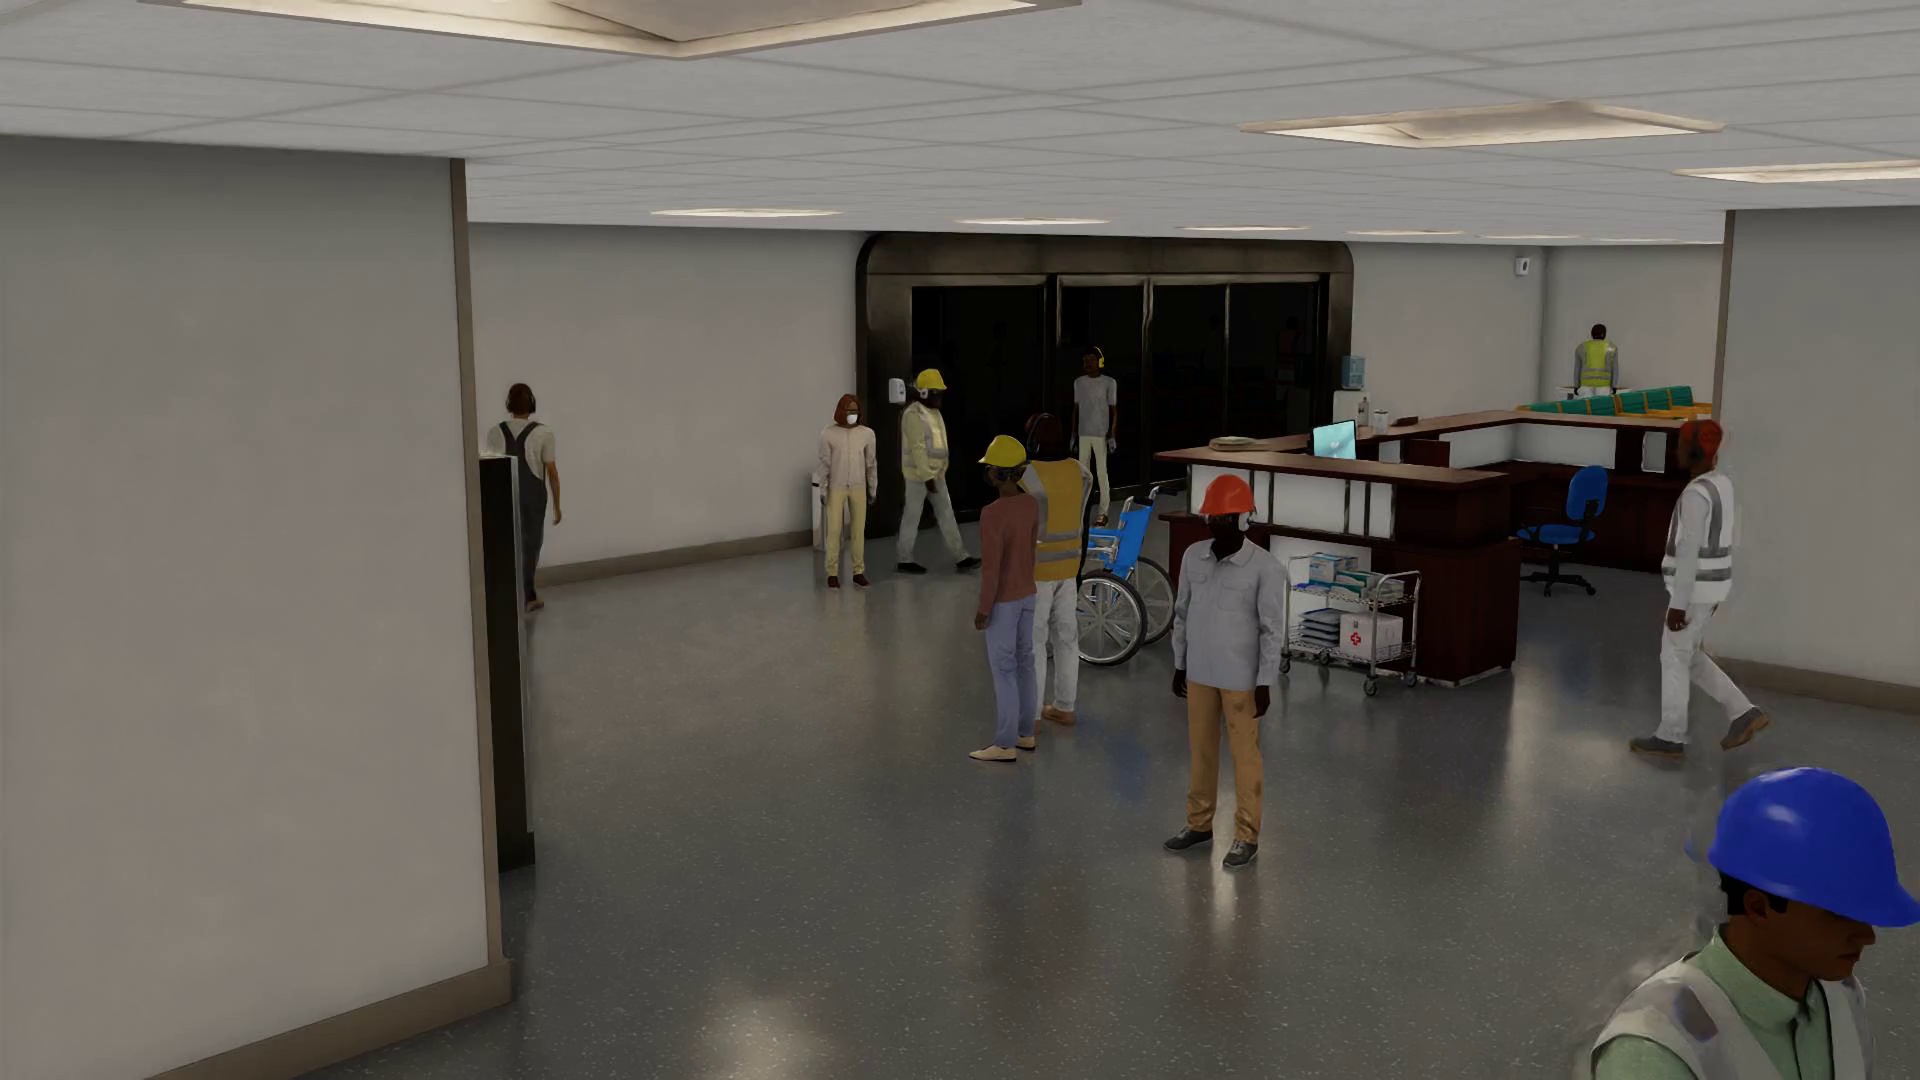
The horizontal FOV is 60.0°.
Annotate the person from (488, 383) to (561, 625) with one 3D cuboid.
[{"bbox_3d":[-3.307,-0.279,12.552,0.525,1.814,0.919,1,9,4],"label":"person"}]

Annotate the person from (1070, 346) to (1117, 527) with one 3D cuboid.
[{"bbox_3d":[1.371,-1.068,17.186,0.533,1.870,0.315,5,11,30],"label":"person"}]

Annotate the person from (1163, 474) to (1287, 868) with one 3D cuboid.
[{"bbox_3d":[1.177,0.573,7.458,0.563,1.755,0.320,9,13,43],"label":"person"}]

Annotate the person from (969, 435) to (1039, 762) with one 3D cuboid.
[{"bbox_3d":[0.246,0.316,9.007,0.306,1.772,0.525,5,11,29],"label":"person"}]

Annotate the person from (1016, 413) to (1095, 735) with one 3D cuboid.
[{"bbox_3d":[0.469,0.192,9.540,0.625,1.846,0.429,-8,12,-39],"label":"person"}]

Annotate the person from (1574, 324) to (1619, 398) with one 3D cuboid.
[{"bbox_3d":[9.520,-2.312,24.906,0.629,1.840,0.429,4,10,26],"label":"person"}]

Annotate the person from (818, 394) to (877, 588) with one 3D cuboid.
[{"bbox_3d":[-0.935,-0.408,13.893,0.505,1.627,0.286,-3,10,-19],"label":"person"}]

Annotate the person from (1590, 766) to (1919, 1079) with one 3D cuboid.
[{"bbox_3d":[1.270,1.300,2.530,0.624,1.910,0.913,-5,11,-28],"label":"person"}]

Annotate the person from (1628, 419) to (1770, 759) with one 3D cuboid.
[{"bbox_3d":[3.984,0.283,8.914,0.581,1.869,0.578,7,12,37],"label":"person"}]

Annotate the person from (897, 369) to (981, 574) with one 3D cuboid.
[{"bbox_3d":[-0.201,-0.570,14.362,0.791,1.797,0.596,5,10,27],"label":"person"}]
